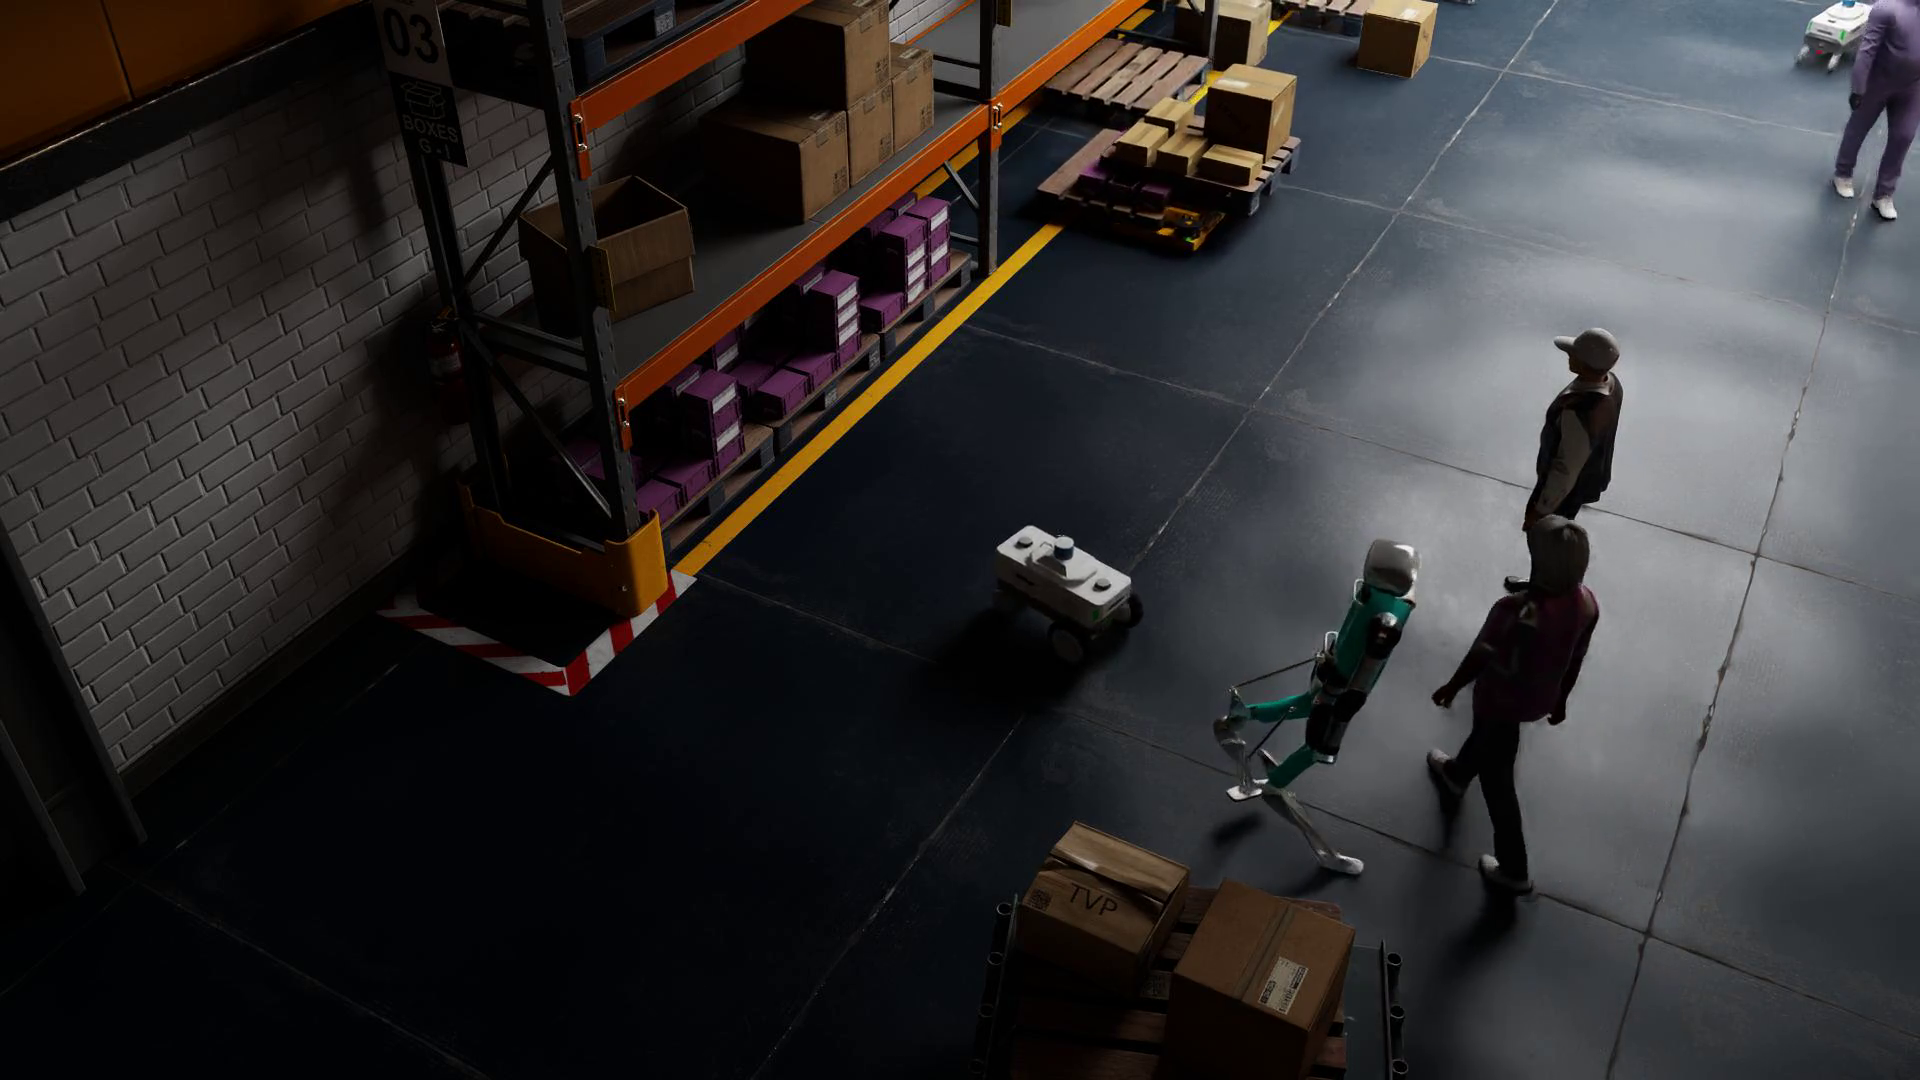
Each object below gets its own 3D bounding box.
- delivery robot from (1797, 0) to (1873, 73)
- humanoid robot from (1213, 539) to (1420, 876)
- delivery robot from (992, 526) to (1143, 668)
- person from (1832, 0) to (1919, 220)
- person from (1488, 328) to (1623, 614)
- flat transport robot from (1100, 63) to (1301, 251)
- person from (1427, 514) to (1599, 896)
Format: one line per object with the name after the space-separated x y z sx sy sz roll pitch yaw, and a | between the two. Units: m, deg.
7.721 -4.463 14.586 0.798 0.614 0.499 -31 48 -33 | delivery robot
1.417 0.704 7.190 0.902 1.773 0.530 8 39 10 | humanoid robot
0.551 0.262 8.679 0.811 0.614 0.499 29 47 31 | delivery robot
6.779 -3.269 12.015 0.673 1.875 0.825 3 39 4 | person
3.041 -0.297 8.397 0.429 1.757 0.768 21 43 24 | person
1.745 -2.611 12.483 0.659 0.231 1.431 20 43 23 | flat transport robot
2.388 0.668 7.155 0.536 1.806 0.936 -13 41 -16 | person
